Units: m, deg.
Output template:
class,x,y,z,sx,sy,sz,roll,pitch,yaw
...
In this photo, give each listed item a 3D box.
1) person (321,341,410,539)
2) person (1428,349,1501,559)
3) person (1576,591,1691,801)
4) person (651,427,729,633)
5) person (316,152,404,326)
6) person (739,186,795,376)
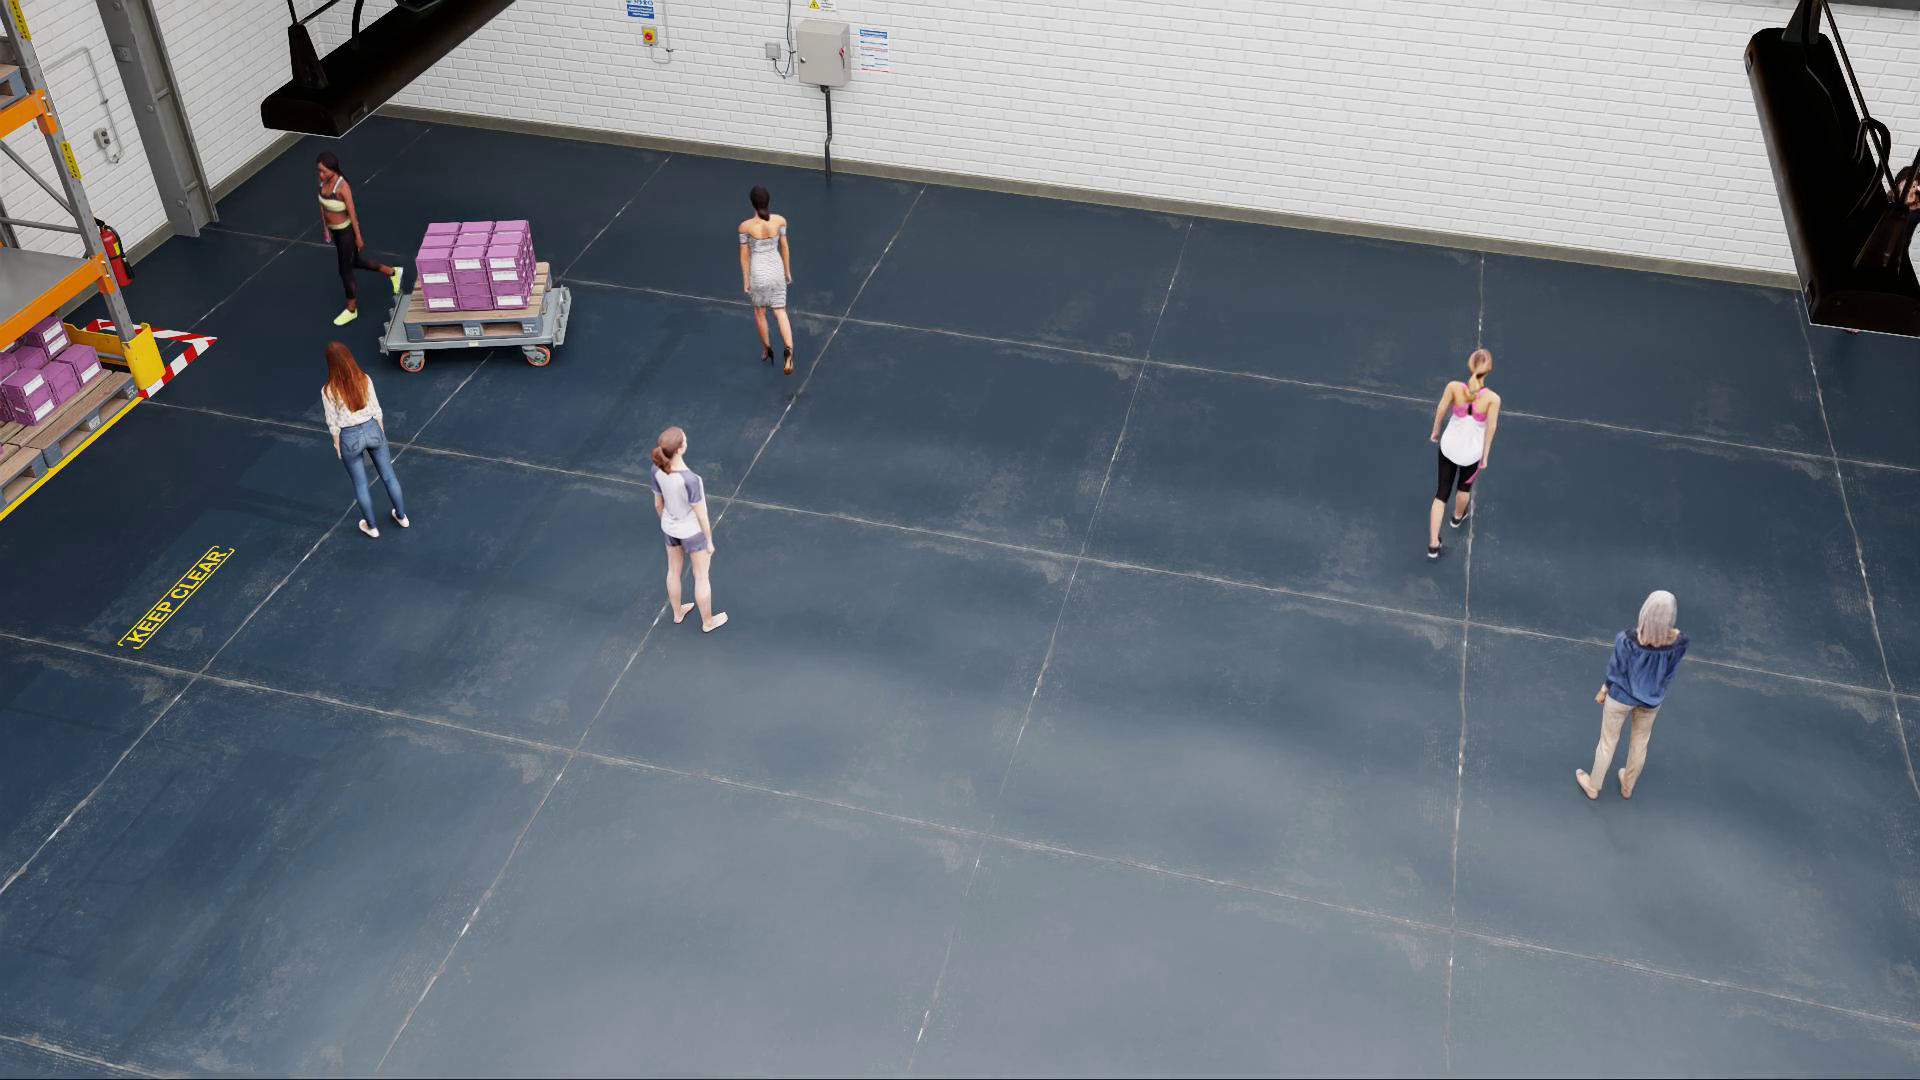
class,x,y,z,sx,sy,sz,roll,pitch,yaw
person,-4.680,-0.792,13.014,0.629,1.727,0.704,-23,44,-26
person,3.818,-0.635,12.796,0.782,1.754,1.043,19,43,23
person,4.367,1.015,10.775,0.672,1.698,0.648,0,39,-1
person,-2.007,-0.078,12.088,0.621,1.767,0.615,17,42,20
person,-5.713,-2.909,15.667,0.873,1.725,1.146,28,46,30
person,-1.693,-2.251,14.781,0.928,1.802,1.056,-13,40,-16
